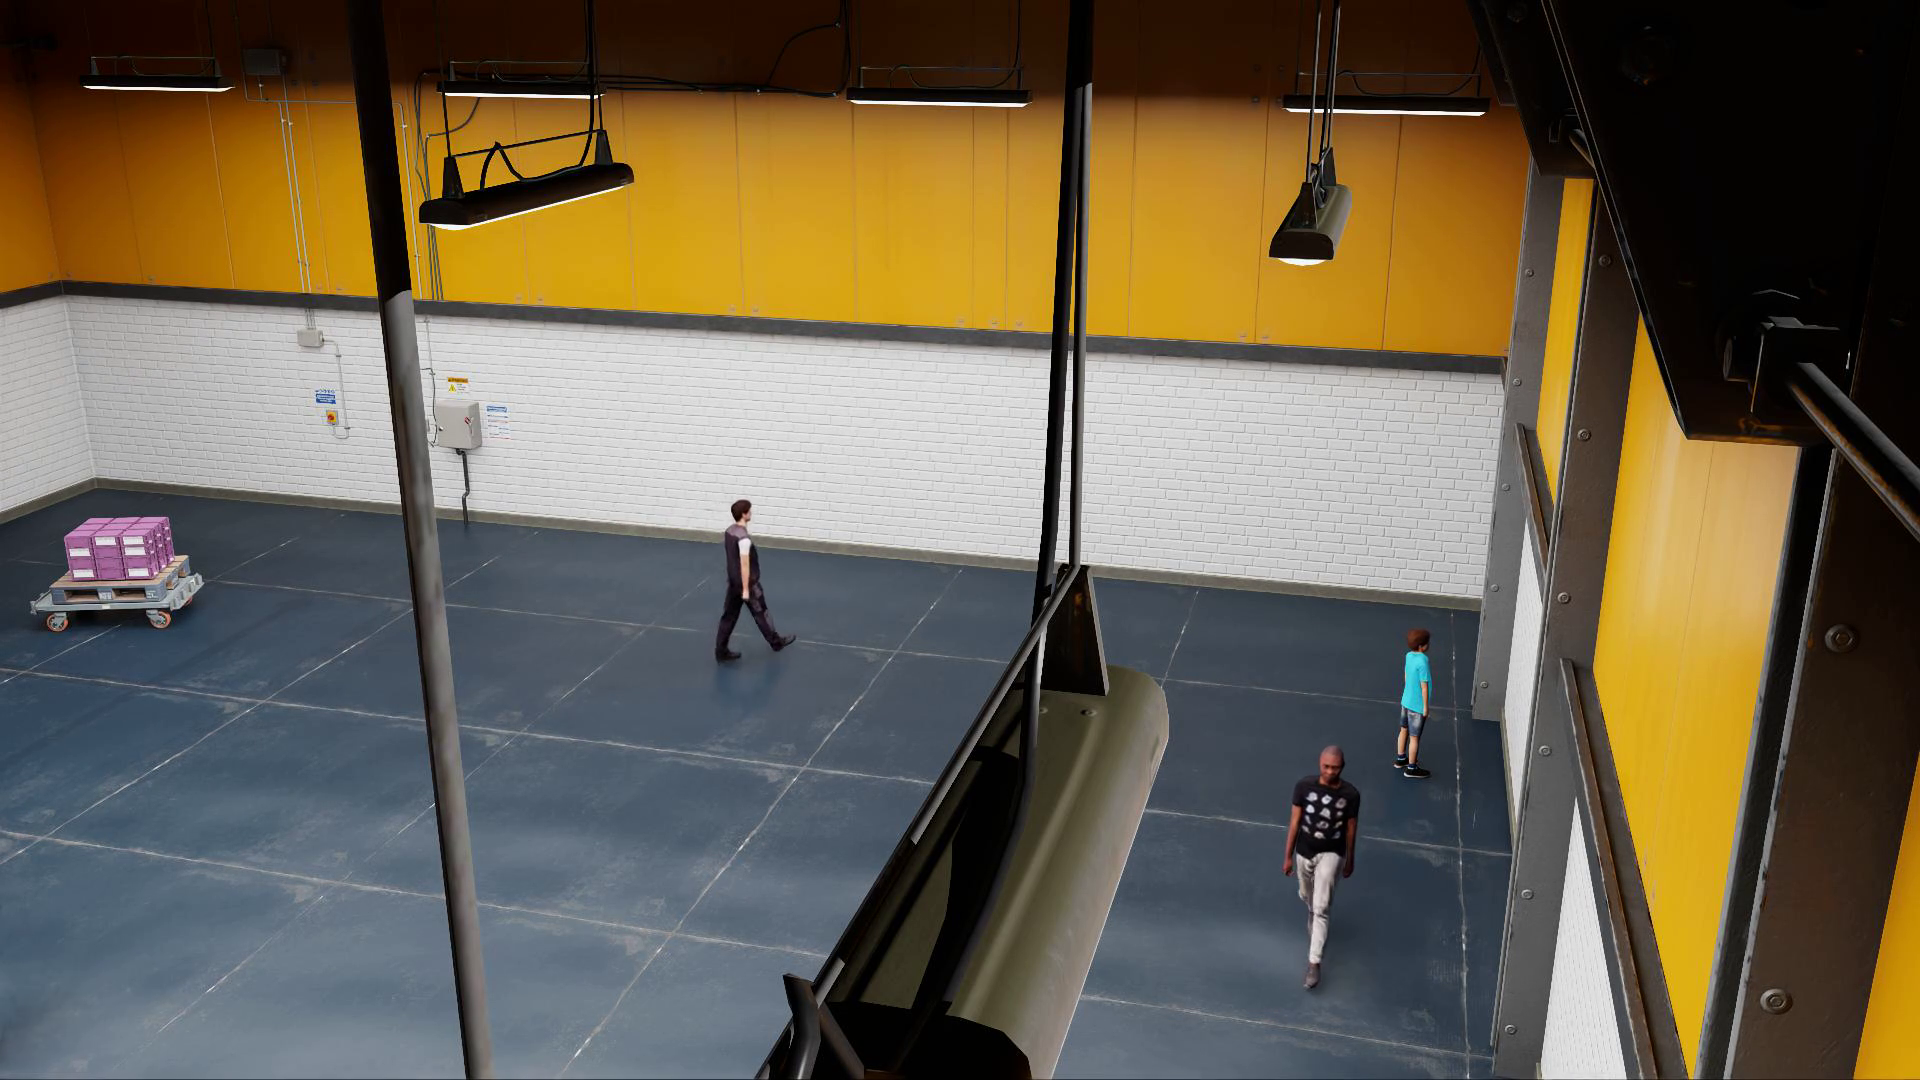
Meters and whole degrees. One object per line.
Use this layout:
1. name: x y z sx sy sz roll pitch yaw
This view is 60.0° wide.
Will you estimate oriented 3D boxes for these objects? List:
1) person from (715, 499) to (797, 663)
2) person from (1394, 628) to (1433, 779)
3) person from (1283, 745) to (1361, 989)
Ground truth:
1. person: -2.440 0.482 17.962 1.226 1.809 1.148 -11 22 -30
2. person: 4.244 1.494 15.522 0.656 1.448 0.556 -4 19 -12
3. person: 2.712 2.343 12.495 0.774 1.773 1.233 8 20 22
